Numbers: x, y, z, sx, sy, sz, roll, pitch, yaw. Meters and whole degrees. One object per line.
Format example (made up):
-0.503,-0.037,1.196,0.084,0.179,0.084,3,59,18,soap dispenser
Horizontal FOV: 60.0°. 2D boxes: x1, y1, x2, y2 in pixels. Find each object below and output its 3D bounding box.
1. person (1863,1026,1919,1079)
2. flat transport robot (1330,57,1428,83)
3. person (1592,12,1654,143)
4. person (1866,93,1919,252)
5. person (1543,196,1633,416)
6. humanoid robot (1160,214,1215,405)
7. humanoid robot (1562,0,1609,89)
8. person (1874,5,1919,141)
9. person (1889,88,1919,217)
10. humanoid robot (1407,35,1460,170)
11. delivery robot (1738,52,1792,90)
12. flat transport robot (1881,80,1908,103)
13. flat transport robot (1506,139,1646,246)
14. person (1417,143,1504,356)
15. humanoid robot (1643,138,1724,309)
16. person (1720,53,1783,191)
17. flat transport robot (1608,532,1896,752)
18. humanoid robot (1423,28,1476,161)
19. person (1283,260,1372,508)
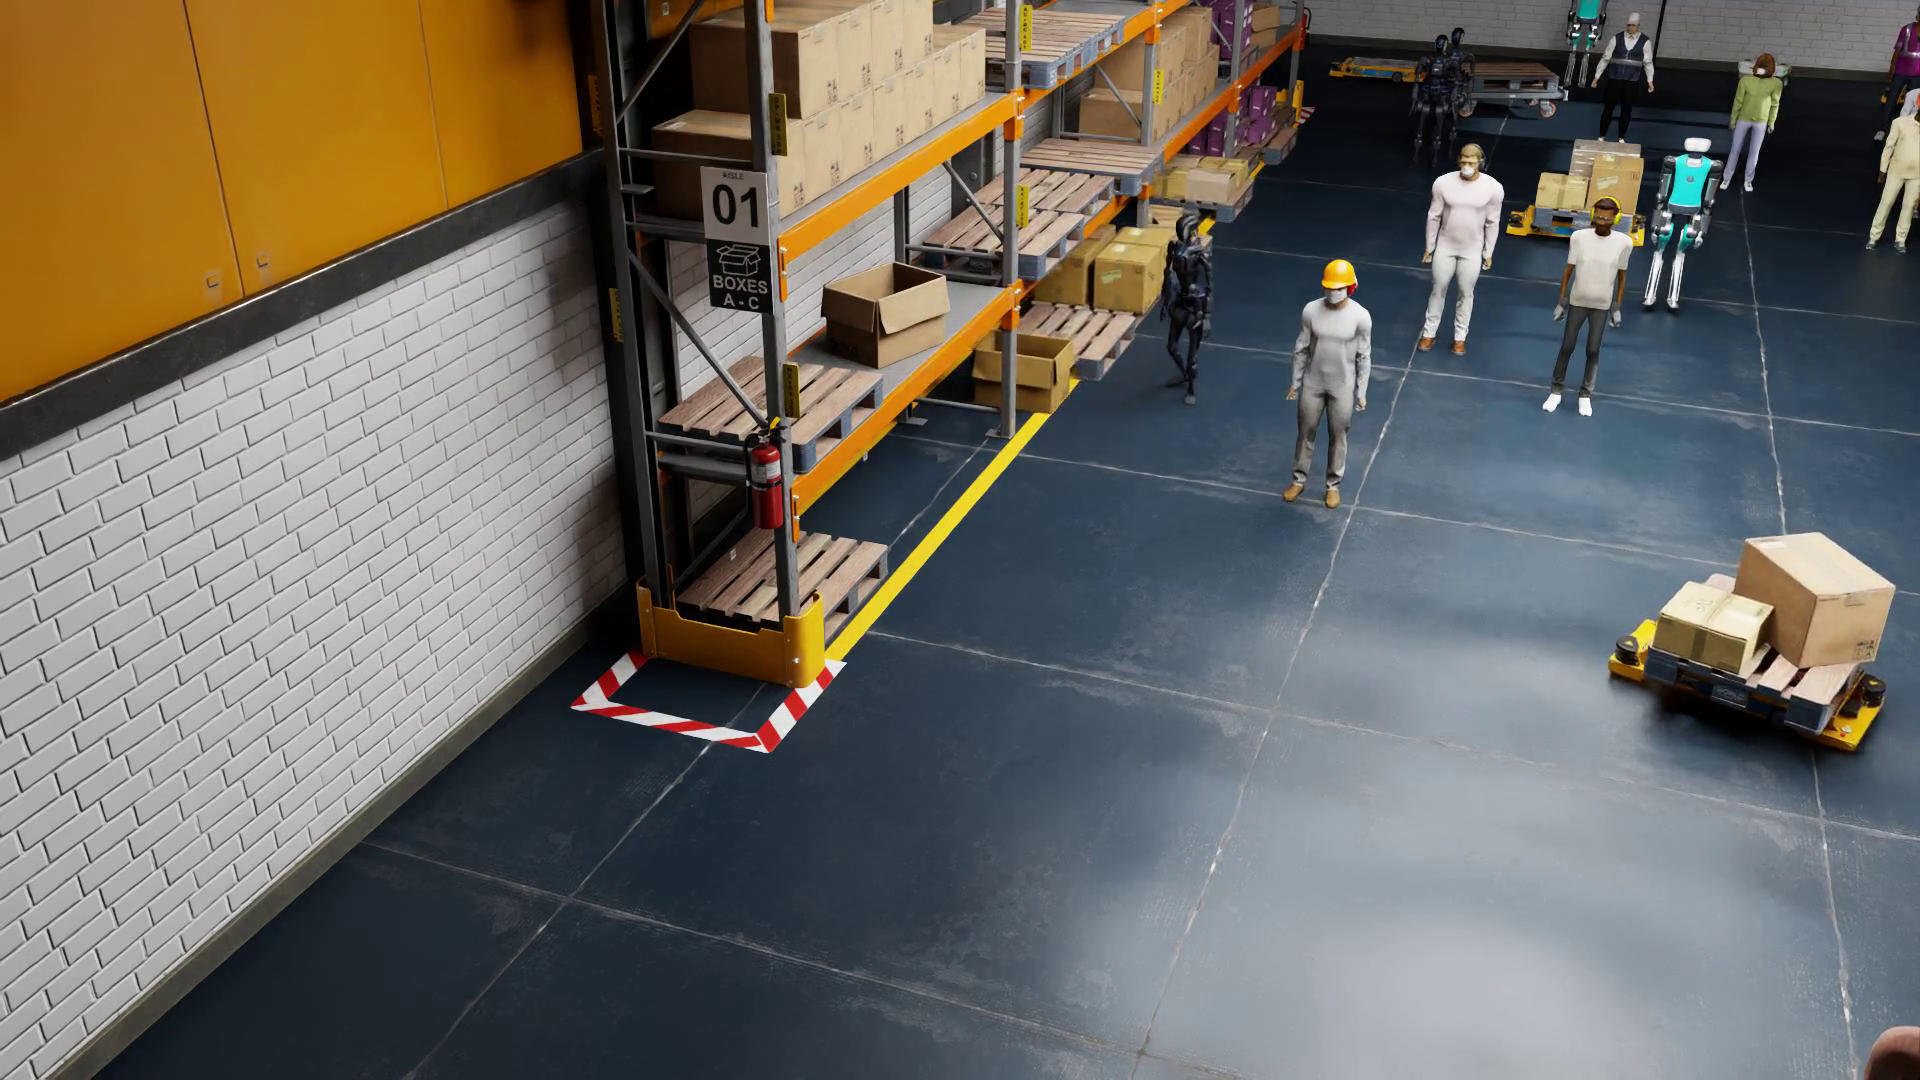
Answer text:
3.245,2.216,5.573,0.614,1.990,0.389,11,29,20,person
6.564,-7.361,26.030,1.431,0.231,0.659,10,29,19,flat transport robot
8.702,-6.022,21.804,0.760,1.757,0.448,11,29,20,person
10.154,-3.955,17.800,0.565,1.750,0.340,11,29,20,person
5.211,-1.934,13.762,0.516,1.865,0.320,11,29,20,person
1.963,-1.972,14.047,0.470,1.645,0.605,-19,33,-32,humanoid robot
9.299,-7.593,24.731,0.533,1.677,0.735,10,29,19,humanoid robot
12.629,-6.223,22.099,0.512,1.845,0.329,11,29,20,person
10.975,-4.565,18.984,0.565,1.750,0.340,11,29,20,person
5.943,-5.480,20.829,0.599,1.657,0.315,10,29,19,humanoid robot
12.158,-7.045,25.104,0.767,0.595,0.517,21,34,35,delivery robot
14.267,-6.413,24.189,1.431,0.231,0.659,21,34,35,flat transport robot
6.884,-3.517,18.573,1.431,0.231,0.659,10,29,19,flat transport robot
4.506,-2.620,15.013,0.630,1.938,0.363,11,29,20,person
6.915,-3.079,15.974,0.533,1.677,0.735,10,29,19,humanoid robot
9.526,-5.017,19.990,0.502,1.631,0.280,11,29,20,person
4.788,0.831,10.138,1.431,0.231,0.659,21,34,35,flat transport robot
6.268,-5.695,21.245,0.599,1.657,0.315,10,29,19,humanoid robot
2.702,-1.142,12.193,0.570,1.894,0.376,11,29,20,person
